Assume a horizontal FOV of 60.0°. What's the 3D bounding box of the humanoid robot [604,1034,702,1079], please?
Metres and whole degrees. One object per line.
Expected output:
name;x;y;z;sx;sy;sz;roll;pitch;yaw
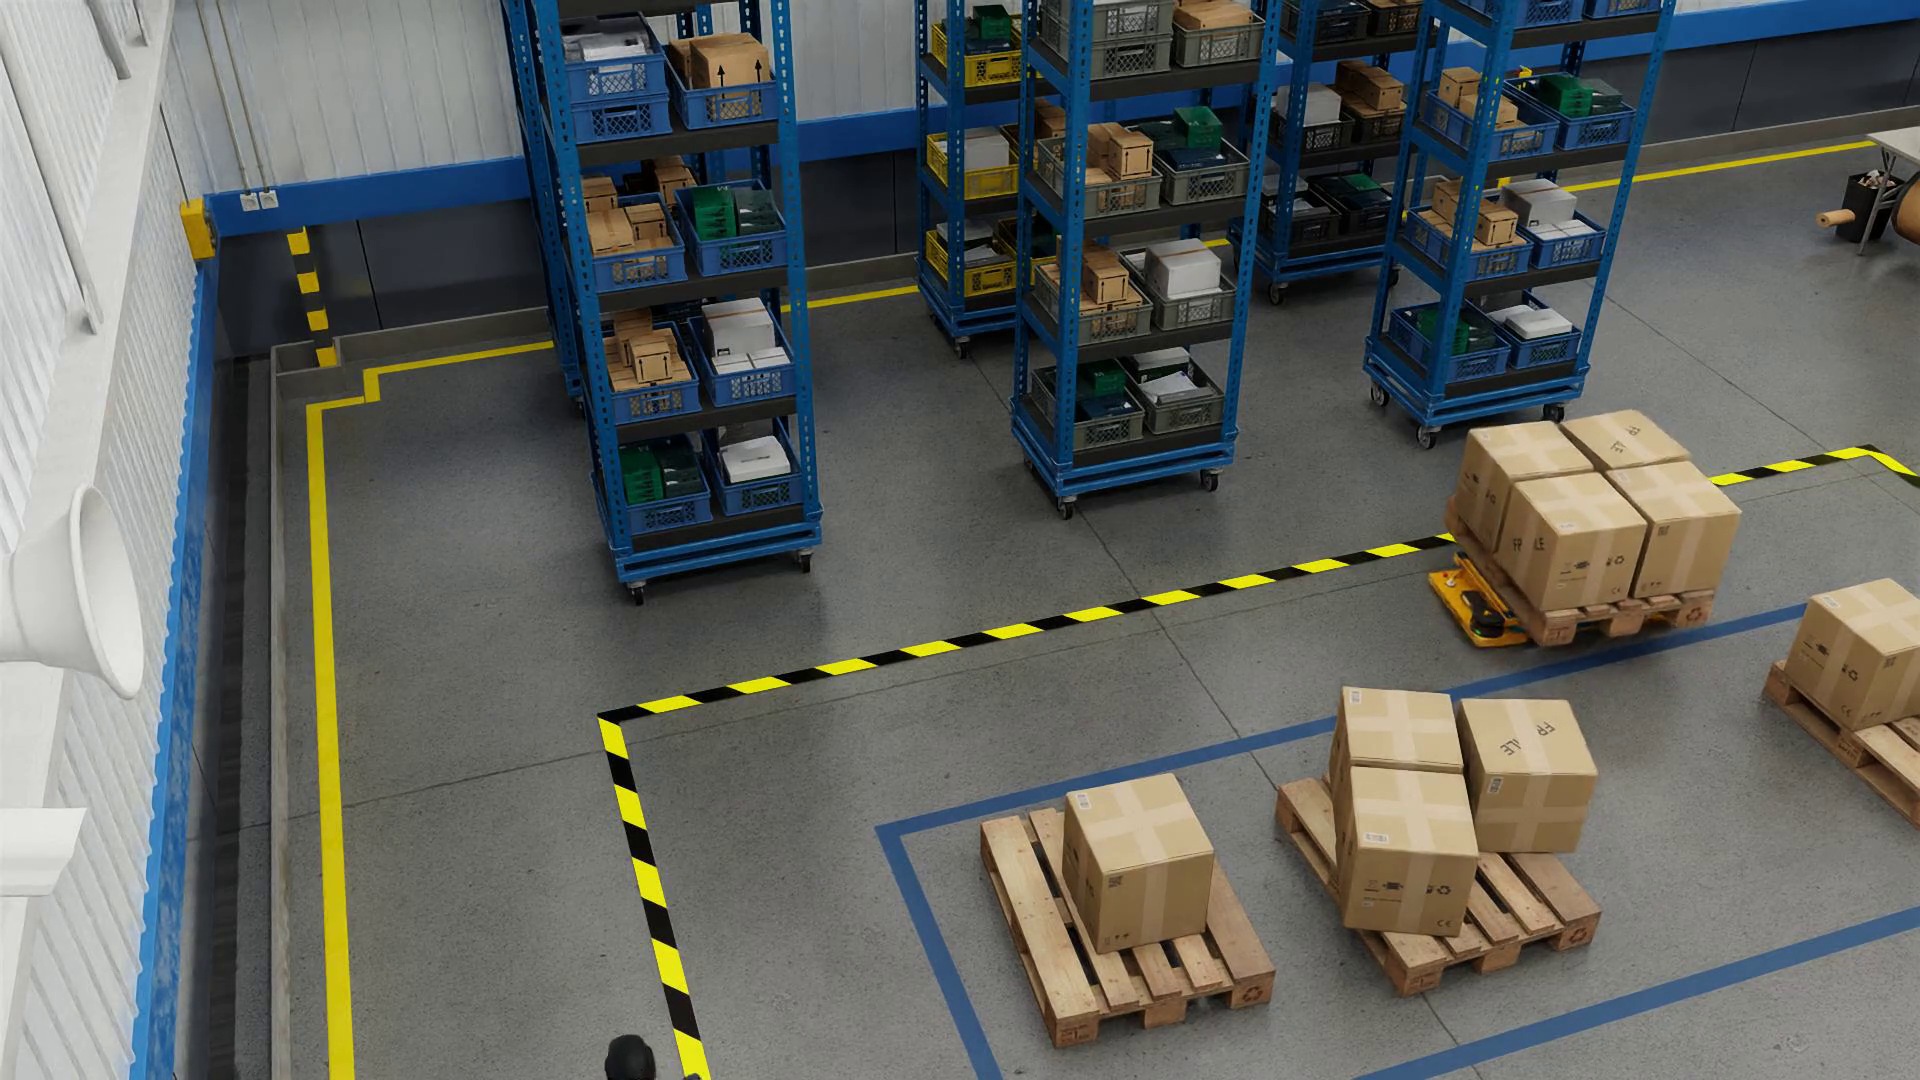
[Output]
humanoid robot;-1.026;2.289;5.630;0.601;1.655;0.733;-17;39;-23

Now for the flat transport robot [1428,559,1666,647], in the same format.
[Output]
flat transport robot;3.529;0.267;9.653;1.431;0.197;0.652;-7;36;-10
